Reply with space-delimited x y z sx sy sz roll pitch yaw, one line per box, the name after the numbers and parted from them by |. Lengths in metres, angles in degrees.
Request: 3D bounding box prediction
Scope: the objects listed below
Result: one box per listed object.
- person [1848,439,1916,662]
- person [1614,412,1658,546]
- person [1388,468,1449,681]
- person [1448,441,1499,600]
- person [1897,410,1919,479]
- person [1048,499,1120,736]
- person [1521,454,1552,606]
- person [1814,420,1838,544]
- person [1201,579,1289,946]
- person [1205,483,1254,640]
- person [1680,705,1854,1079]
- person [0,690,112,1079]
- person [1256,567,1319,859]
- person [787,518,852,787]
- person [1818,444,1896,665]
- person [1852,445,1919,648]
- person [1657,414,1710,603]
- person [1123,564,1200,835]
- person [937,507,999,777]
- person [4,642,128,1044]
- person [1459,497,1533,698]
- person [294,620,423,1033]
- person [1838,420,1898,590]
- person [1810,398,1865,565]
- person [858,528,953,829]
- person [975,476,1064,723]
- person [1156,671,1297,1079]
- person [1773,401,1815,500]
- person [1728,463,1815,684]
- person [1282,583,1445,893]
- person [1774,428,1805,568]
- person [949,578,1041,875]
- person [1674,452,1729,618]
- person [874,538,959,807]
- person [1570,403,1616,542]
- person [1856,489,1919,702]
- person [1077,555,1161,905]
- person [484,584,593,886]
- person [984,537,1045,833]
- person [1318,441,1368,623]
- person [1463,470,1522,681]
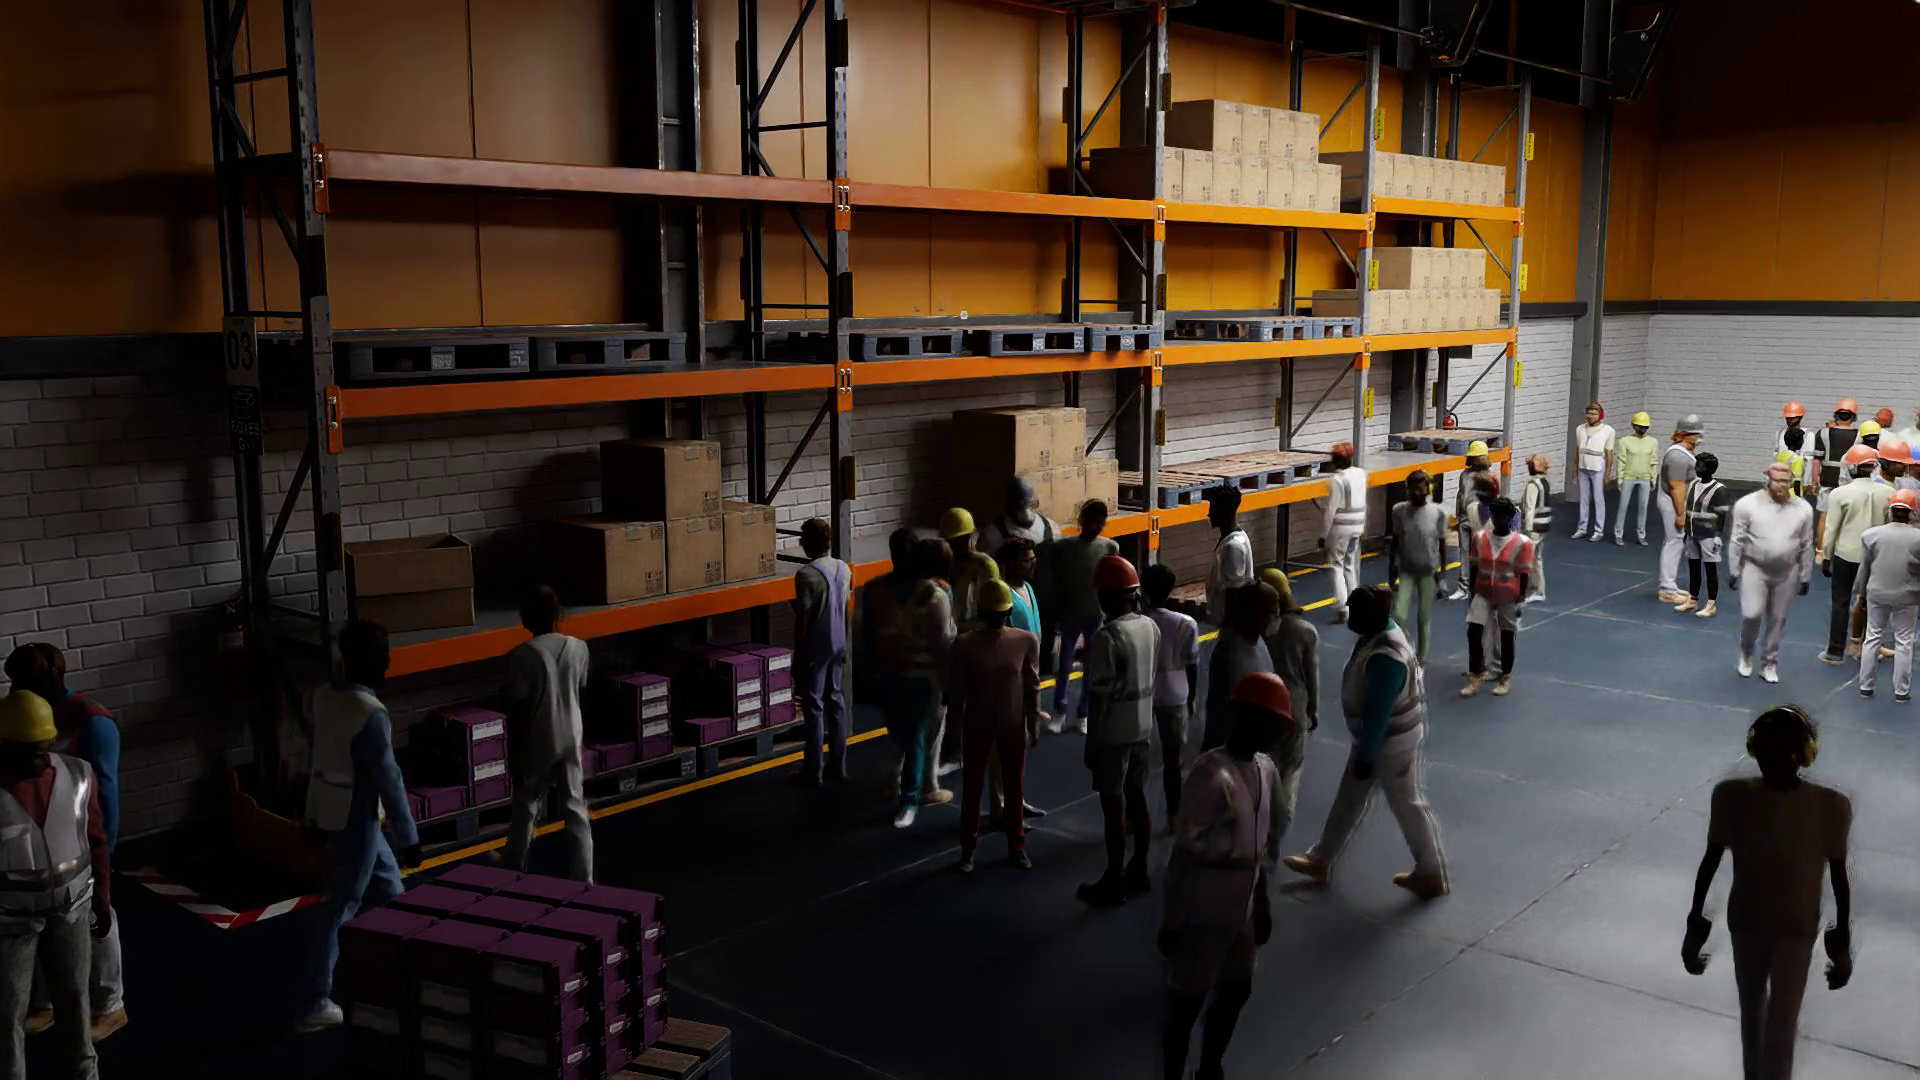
8.338 0.095 15.014 0.610 2.033 0.420 -7 12 -40 | person
8.774 -0.783 21.553 0.529 1.759 0.341 0 9 2 | person
3.929 0.297 14.282 0.527 1.848 0.393 4 10 26 | person
5.499 -0.192 17.781 0.304 1.742 0.487 -7 11 -40 | person
12.131 -0.738 20.955 0.664 1.837 1.015 3 9 17 | person
0.940 0.583 12.487 0.545 1.831 0.498 1 9 7 | person
6.076 -0.102 17.640 0.374 1.611 0.595 6 11 34 | person
11.404 -0.747 21.720 0.316 1.629 0.509 0 9 3 | person
1.471 1.147 8.559 0.450 1.918 0.661 3 9 21 | person
1.984 0.555 12.283 0.385 1.957 0.602 1 9 7 | person
3.076 1.536 6.376 0.571 1.817 0.975 7 11 38 | person
-3.712 1.488 6.683 0.403 1.824 0.594 7 12 40 | person
1.894 1.031 9.972 0.503 1.709 0.753 3 9 17 | person
-0.951 0.762 11.347 0.361 1.834 0.519 7 11 37 | person
8.020 0.137 14.886 0.618 1.987 0.409 0 9 0 | person
8.855 0.047 15.649 0.609 1.927 0.581 -5 10 -31 | person
7.766 -0.351 17.841 0.537 2.000 0.688 4 10 26 | person
1.216 0.993 10.353 0.544 1.680 0.350 1 9 5 | person
0.107 0.690 11.593 0.597 1.898 0.690 8 12 43 | person
-4.071 1.358 7.494 0.636 1.836 0.430 3 9 17 | person
4.382 0.485 13.624 0.545 1.672 0.655 7 11 36 | person
-2.703 1.297 7.758 0.997 1.865 0.615 -7 11 -40 | person
9.951 -0.351 18.251 0.593 1.916 0.399 8 12 42 | person
10.600 -0.687 20.051 0.611 2.032 0.410 5 10 30 | person
-0.332 0.833 10.739 0.622 1.887 0.852 2 9 14 | person
0.445 0.470 12.544 0.732 2.000 0.730 -4 10 -27 | person
1.008 1.478 6.581 0.382 1.893 0.723 7 12 40 | person
10.512 -0.792 21.060 0.379 1.931 0.546 -4 10 -25 | person
6.935 0.282 14.212 0.670 1.893 0.431 2 9 11 | person
2.293 1.107 9.291 0.936 1.777 0.690 1 9 5 | person
9.938 -0.507 19.981 0.320 1.691 0.535 0 9 1 | person
0.207 1.074 9.589 0.538 1.754 0.379 -2 9 -11 | person
7.612 -0.057 17.047 0.316 1.695 0.540 -3 9 -17 | person
-0.233 0.872 10.759 0.438 1.815 0.649 -6 11 -33 | person
8.401 -0.900 22.042 0.385 1.837 0.564 -5 10 -32 | person
7.660 0.449 13.634 0.567 1.743 0.350 8 12 41 | person
0.866 1.044 9.206 0.387 1.930 0.544 8 12 40 | person
-2.306 1.122 9.094 0.515 1.799 0.940 -8 12 -41 | person
0.327 0.890 10.474 0.390 1.843 0.563 3 9 19 | person
3.899 -0.089 16.808 0.633 1.852 0.580 -7 11 -39 | person
4.614 0.294 14.394 0.475 1.830 0.624 -5 10 -29 | person
